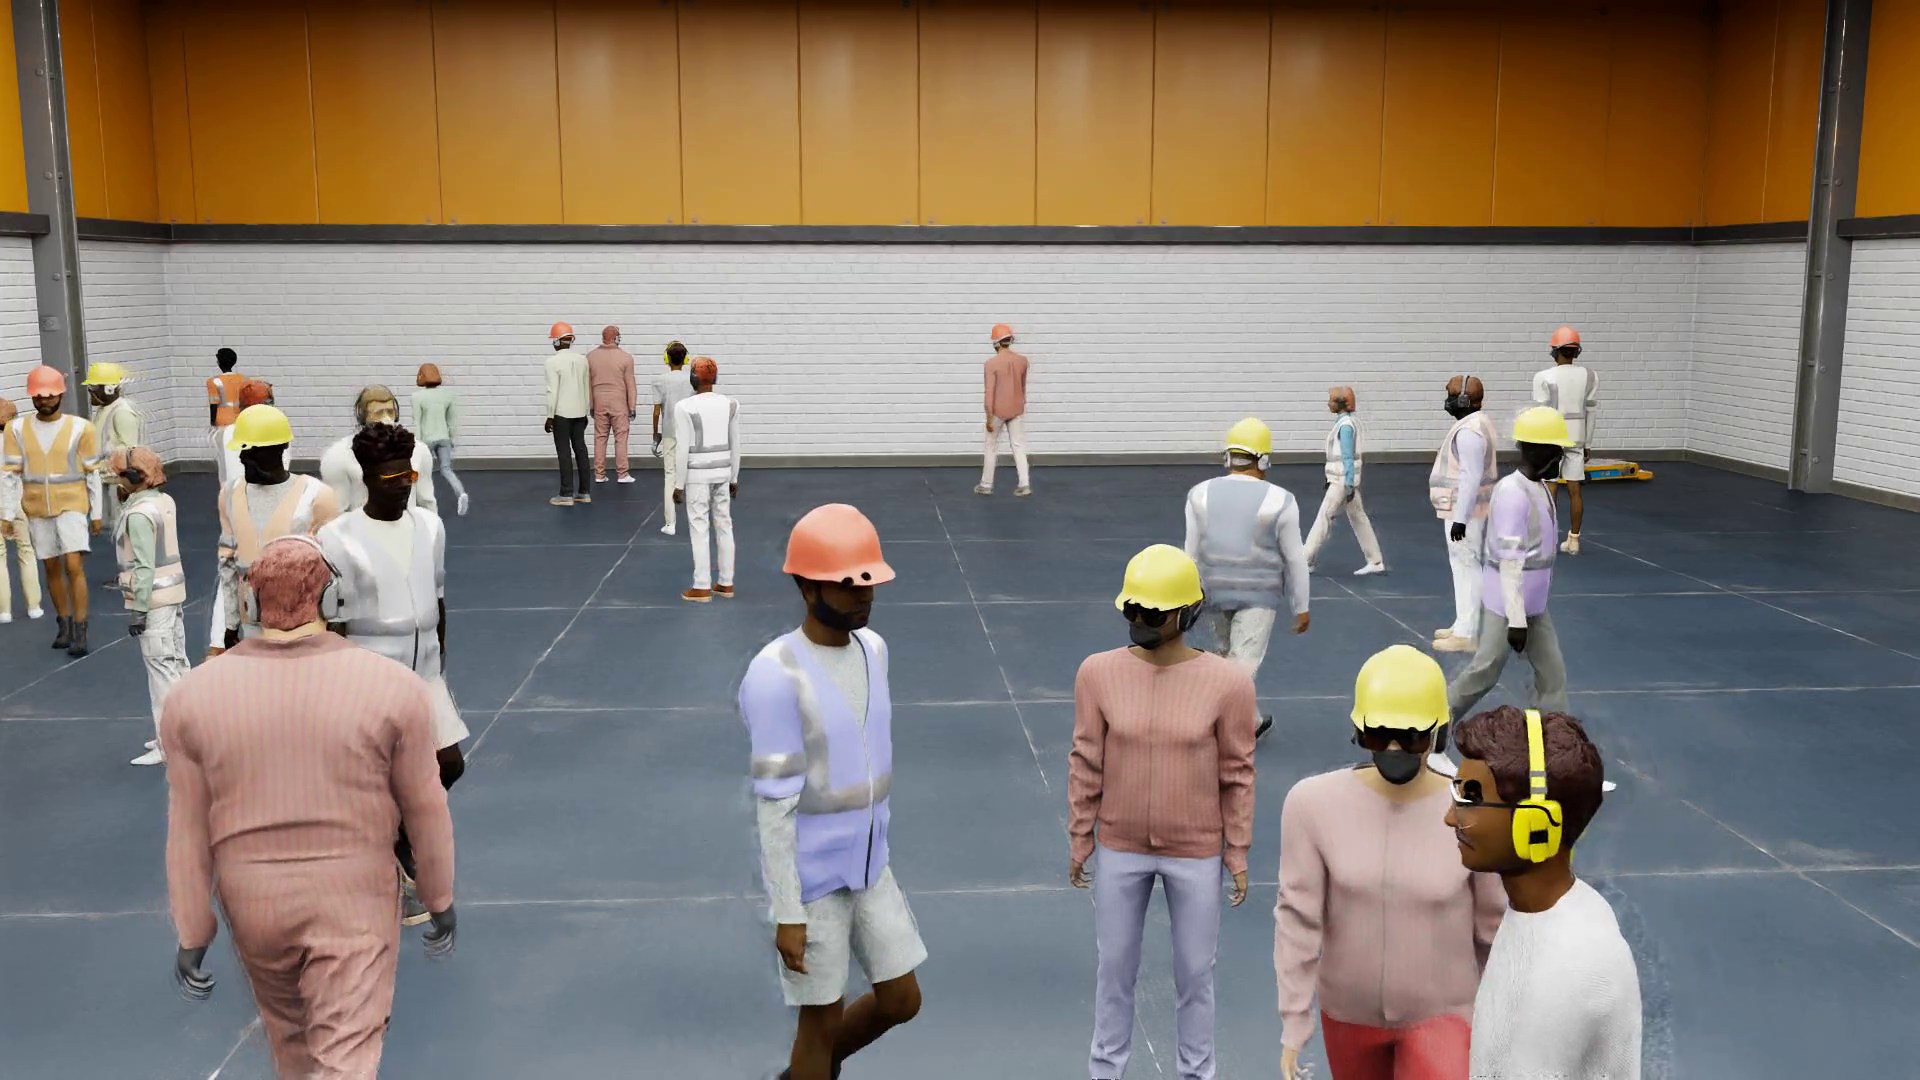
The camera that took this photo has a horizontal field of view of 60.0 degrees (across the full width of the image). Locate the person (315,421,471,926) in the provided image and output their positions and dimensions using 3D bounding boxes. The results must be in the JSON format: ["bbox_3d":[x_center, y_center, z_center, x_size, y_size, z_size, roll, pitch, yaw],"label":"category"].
[{"bbox_3d":[-2.177,0.516,6.390,0.410,1.953,0.603,7,11,36],"label":"person"}]

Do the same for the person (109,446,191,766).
[{"bbox_3d":[-4.136,0.331,8.536,0.310,1.640,0.514,-2,9,-12],"label":"person"}]

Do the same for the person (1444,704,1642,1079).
[{"bbox_3d":[0.923,1.167,2.751,0.968,1.820,0.500,1,9,9],"label":"person"}]

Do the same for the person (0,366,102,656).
[{"bbox_3d":[-5.975,-0.179,10.921,0.572,1.904,0.835,-2,9,-14],"label":"person"}]

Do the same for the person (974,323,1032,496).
[{"bbox_3d":[0.506,-1.476,18.868,0.617,1.982,0.699,-5,11,-31],"label":"person"}]

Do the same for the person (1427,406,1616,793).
[{"bbox_3d":[2.693,0.276,8.139,0.984,1.884,0.606,6,11,32],"label":"person"}]

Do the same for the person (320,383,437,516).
[{"bbox_3d":[-3.254,0.072,9.324,0.635,1.915,0.855,-8,12,-43],"label":"person"}]

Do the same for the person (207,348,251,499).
[{"bbox_3d":[-8.115,-1.290,18.529,0.321,1.697,0.530,7,11,36],"label":"person"}]

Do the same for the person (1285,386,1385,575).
[{"bbox_3d":[3.141,-0.486,13.809,0.880,1.586,0.540,2,9,13],"label":"person"}]

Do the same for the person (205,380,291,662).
[{"bbox_3d":[-4.571,-0.116,10.775,0.592,1.840,1.006,2,9,11],"label":"person"}]

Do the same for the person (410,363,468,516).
[{"bbox_3d":[-5.367,-1.014,17.090,0.680,1.613,0.508,8,12,41],"label":"person"}]

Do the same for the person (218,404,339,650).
[{"bbox_3d":[-3.101,0.340,7.588,0.591,1.923,0.381,2,9,10],"label":"person"}]

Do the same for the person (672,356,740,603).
[{"bbox_3d":[-1.944,-0.461,12.782,0.597,1.888,0.371,-8,12,-42],"label":"person"}]

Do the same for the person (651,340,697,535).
[{"bbox_3d":[-2.722,-0.987,16.074,0.532,1.876,0.319,-3,9,-17],"label":"person"}]

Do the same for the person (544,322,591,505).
[{"bbox_3d":[-4.298,-1.377,18.147,0.396,1.993,0.618,6,11,32],"label":"person"}]

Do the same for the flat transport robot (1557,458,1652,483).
[{"bbox_3d":[7.627,-0.846,20.206,1.431,0.197,0.652,-4,10,-23],"label":"flat transport robot"}]

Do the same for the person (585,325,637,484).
[{"bbox_3d":[-4.171,-1.620,19.991,0.643,1.900,0.402,2,9,12],"label":"person"}]

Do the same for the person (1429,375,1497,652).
[{"bbox_3d":[3.349,-0.179,11.106,0.429,1.842,0.630,3,10,21],"label":"person"}]

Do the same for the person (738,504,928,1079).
[{"bbox_3d":[-0.342,0.855,4.363,0.440,1.922,0.553,7,11,37],"label":"person"}]

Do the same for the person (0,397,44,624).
[{"bbox_3d":[-6.872,-0.202,11.984,0.520,1.634,0.342,-6,11,-32],"label":"person"}]

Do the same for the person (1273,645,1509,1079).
[{"bbox_3d":[0.956,1.066,3.673,0.523,1.710,0.925,4,10,23],"label":"person"}]

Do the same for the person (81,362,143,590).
[{"bbox_3d":[-6.720,-0.506,13.243,0.595,1.818,0.414,9,12,43],"label":"person"}]

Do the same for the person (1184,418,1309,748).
[{"bbox_3d":[1.459,0.274,8.446,0.620,1.781,0.948,6,11,33],"label":"person"}]

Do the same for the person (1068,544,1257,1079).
[{"bbox_3d":[0.563,0.878,4.710,0.529,1.765,0.326,3,9,16],"label":"person"}]

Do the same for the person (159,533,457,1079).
[{"bbox_3d":[-1.643,0.914,4.231,0.656,1.858,1.012,-1,9,-8],"label":"person"}]

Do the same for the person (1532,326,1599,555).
[{"bbox_3d":[5.358,-0.876,14.850,0.604,2.044,0.375,-1,9,-9],"label":"person"}]
